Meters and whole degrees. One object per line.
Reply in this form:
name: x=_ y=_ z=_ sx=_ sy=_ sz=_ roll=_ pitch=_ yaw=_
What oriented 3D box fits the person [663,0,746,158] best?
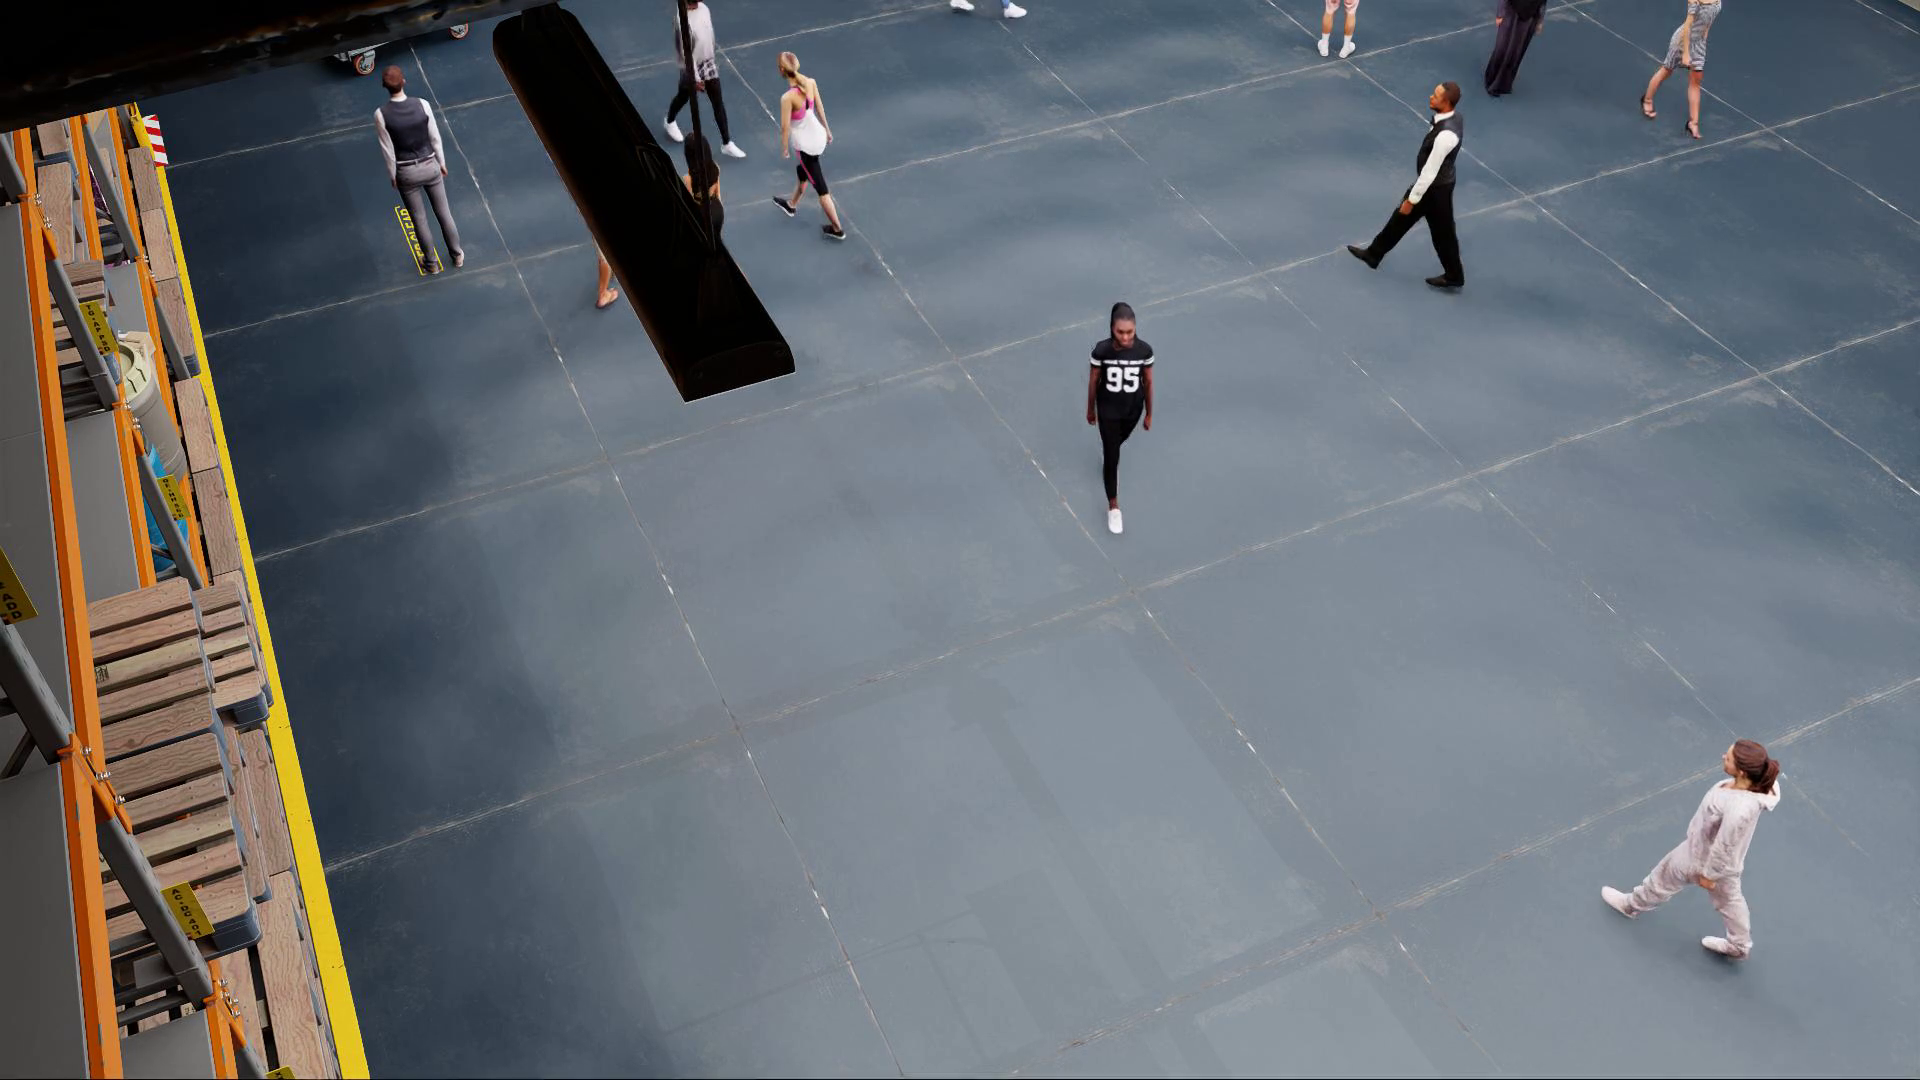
person: x=-2.581 y=-4.492 z=15.782 sx=1.289 sy=1.729 sz=1.024 roll=28 pitch=50 yaw=26

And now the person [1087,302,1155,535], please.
person: x=1.157 y=-0.993 z=12.139 sx=0.895 sy=1.687 sz=1.231 roll=-3 pitch=44 yaw=-3

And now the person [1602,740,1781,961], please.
person: x=4.293 y=1.773 z=9.261 sx=1.169 sy=1.650 sz=0.925 roll=31 pitch=52 yaw=28

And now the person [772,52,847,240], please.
person: x=-1.254 y=-3.411 z=14.640 sx=1.170 sy=1.736 sz=1.010 roll=27 pitch=50 yaw=25

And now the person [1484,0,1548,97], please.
person: x=5.619 y=-5.307 z=16.724 sx=0.764 sy=1.609 sz=0.845 roll=1 pitch=44 yaw=1

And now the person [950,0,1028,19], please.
person: x=0.191 y=-6.400 z=17.883 sx=1.126 sy=1.591 sz=1.138 roll=9 pitch=44 yaw=9

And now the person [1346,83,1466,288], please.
person: x=4.098 y=-2.928 z=14.043 sx=1.301 sy=1.861 sz=1.309 roll=10 pitch=45 yaw=11

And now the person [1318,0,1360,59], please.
person: x=3.989 y=-5.849 z=17.166 sx=0.730 sy=1.782 sz=0.775 roll=11 pitch=45 yaw=11

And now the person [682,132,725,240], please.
person: x=-2.069 y=-2.615 z=13.877 sx=0.695 sy=1.636 sz=0.818 roll=-34 pitch=53 yaw=-30

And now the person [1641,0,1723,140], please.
person: x=6.956 y=-4.810 z=16.084 sx=0.650 sy=1.771 sz=1.037 roll=-20 pitch=47 yaw=-20

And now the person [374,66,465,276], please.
person: x=-4.643 y=-3.171 z=14.244 sx=0.653 sy=1.937 sz=0.554 roll=-19 pitch=47 yaw=-19
